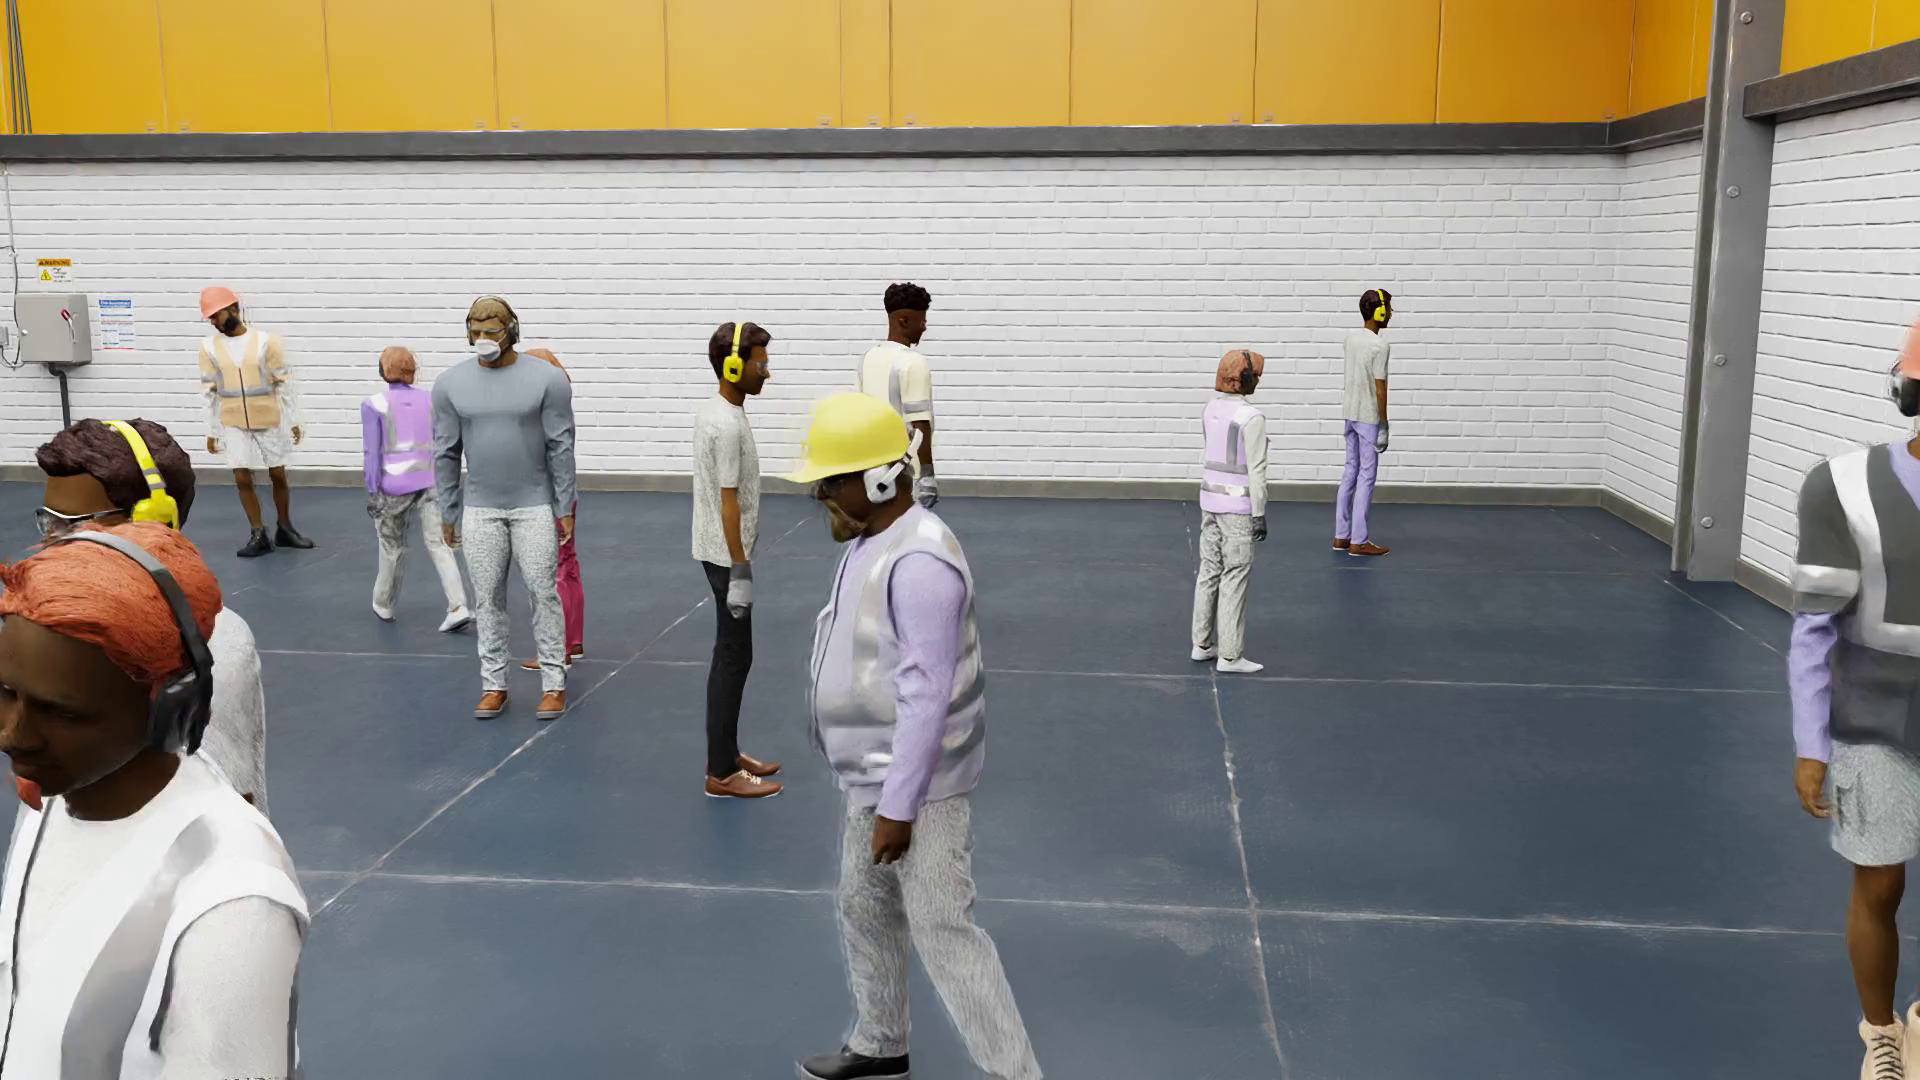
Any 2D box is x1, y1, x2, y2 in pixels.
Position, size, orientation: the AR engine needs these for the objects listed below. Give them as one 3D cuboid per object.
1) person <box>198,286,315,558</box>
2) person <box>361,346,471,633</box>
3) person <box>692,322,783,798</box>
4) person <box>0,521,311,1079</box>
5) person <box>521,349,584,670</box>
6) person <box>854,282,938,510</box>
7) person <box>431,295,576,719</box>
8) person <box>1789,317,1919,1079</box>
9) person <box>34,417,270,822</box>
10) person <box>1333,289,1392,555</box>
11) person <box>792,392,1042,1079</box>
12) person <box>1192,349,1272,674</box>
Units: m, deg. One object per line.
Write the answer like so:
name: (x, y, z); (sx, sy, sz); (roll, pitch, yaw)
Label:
person: (-4.913, -0.822, 11.580); (0.634, 1.886, 0.608); (-2, 10, -13)
person: (-3.072, -0.281, 9.312); (0.553, 1.594, 0.879); (-9, 13, -42)
person: (-0.873, 0.084, 6.473); (0.333, 1.856, 0.526); (-2, 10, -13)
person: (-0.947, 0.874, 1.980); (0.362, 1.839, 0.698); (-9, 13, -41)
person: (-2.094, -0.155, 8.468); (0.285, 1.632, 0.498); (1, 10, 6)
person: (-0.312, -0.383, 8.839); (0.378, 1.958, 0.600); (-7, 12, -35)
person: (-2.060, -0.140, 7.549); (0.635, 1.928, 0.382); (0, 10, -3)
person: (2.255, 0.447, 3.900); (0.615, 2.017, 0.531); (4, 11, 20)
person: (-1.335, 0.715, 2.848); (0.512, 1.862, 0.322); (9, 14, 43)
person: (2.839, -0.819, 11.636); (0.328, 1.861, 0.502); (-4, 11, -21)
person: (-0.101, 0.557, 3.937); (0.542, 1.799, 0.791); (-3, 10, -17)
person: (1.378, -0.143, 8.404); (0.312, 1.632, 0.513); (-4, 11, -22)
